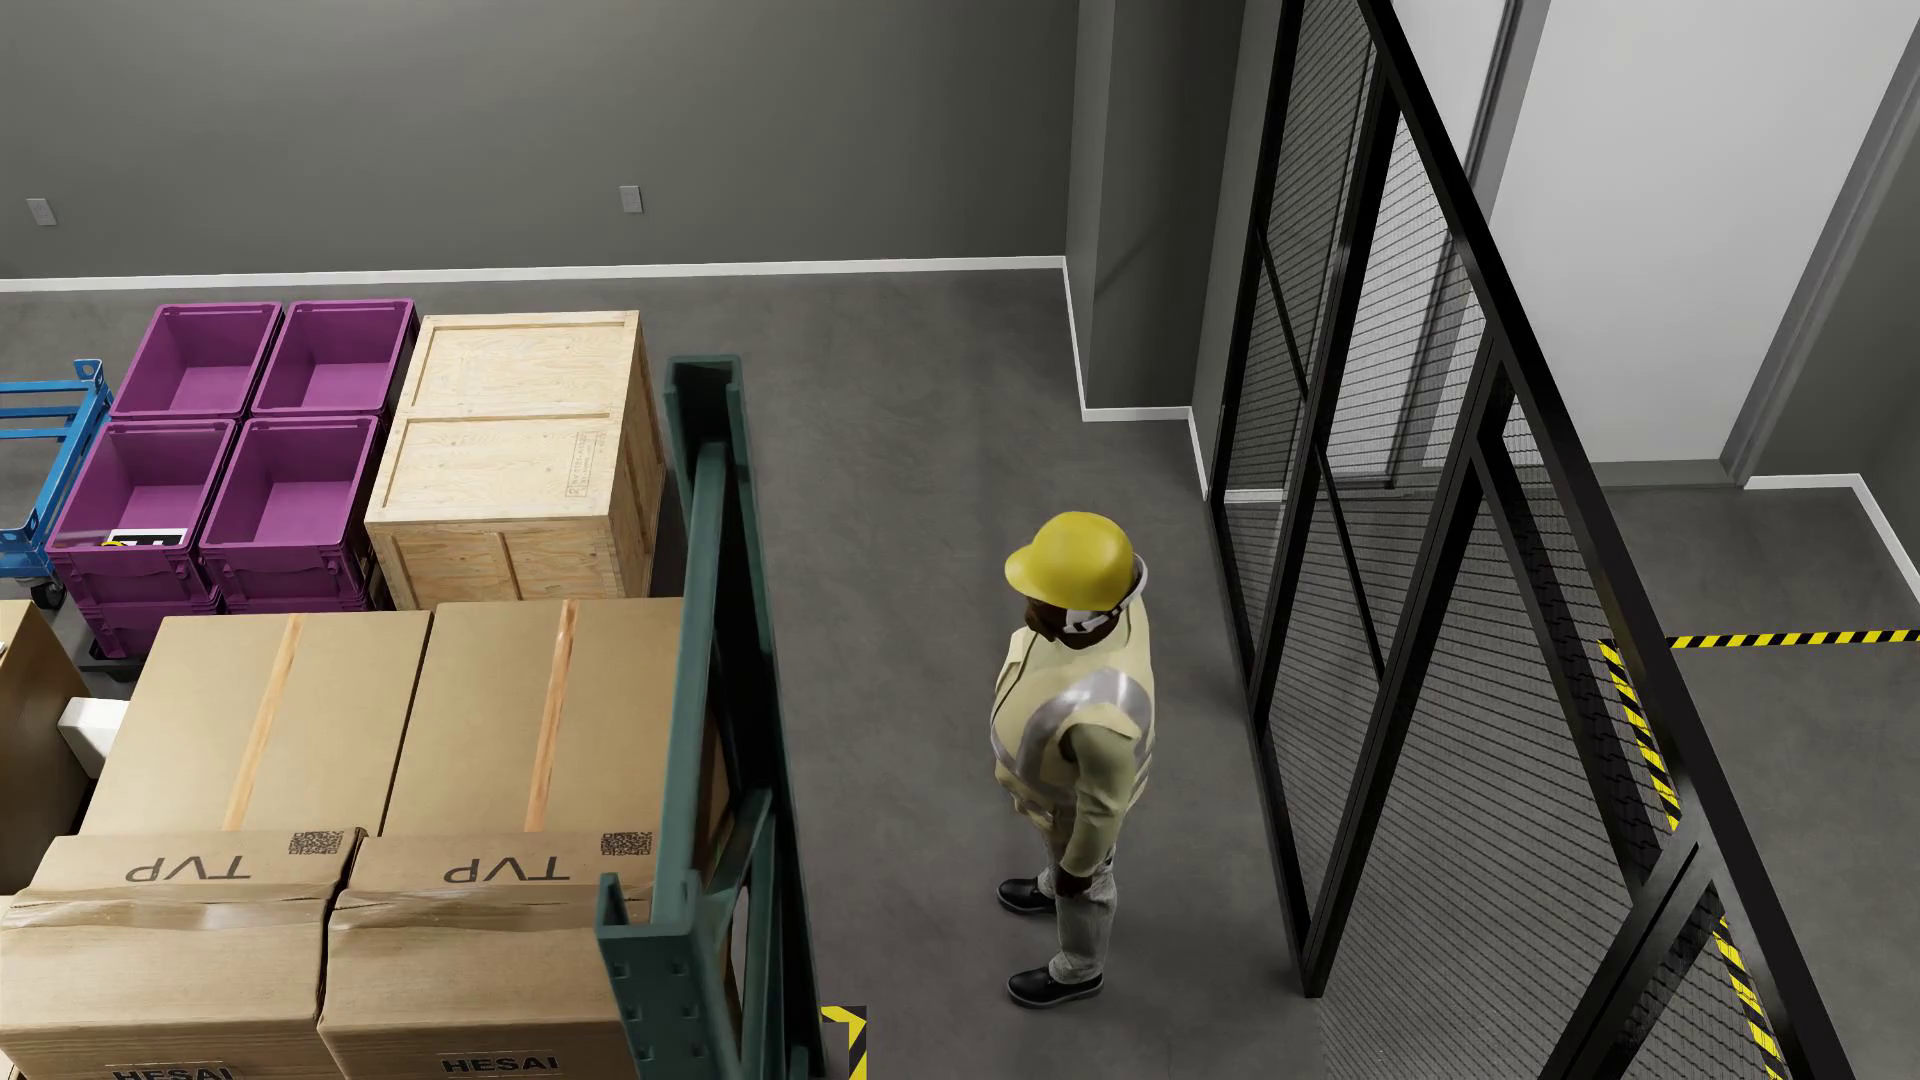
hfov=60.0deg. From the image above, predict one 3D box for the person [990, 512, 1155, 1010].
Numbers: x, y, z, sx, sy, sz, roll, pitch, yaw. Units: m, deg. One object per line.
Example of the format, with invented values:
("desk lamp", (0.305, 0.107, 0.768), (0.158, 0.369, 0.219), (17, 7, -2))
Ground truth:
("person", (0.276, 0.593, 4.261), (0.404, 1.835, 0.589), (0, 46, 0))
